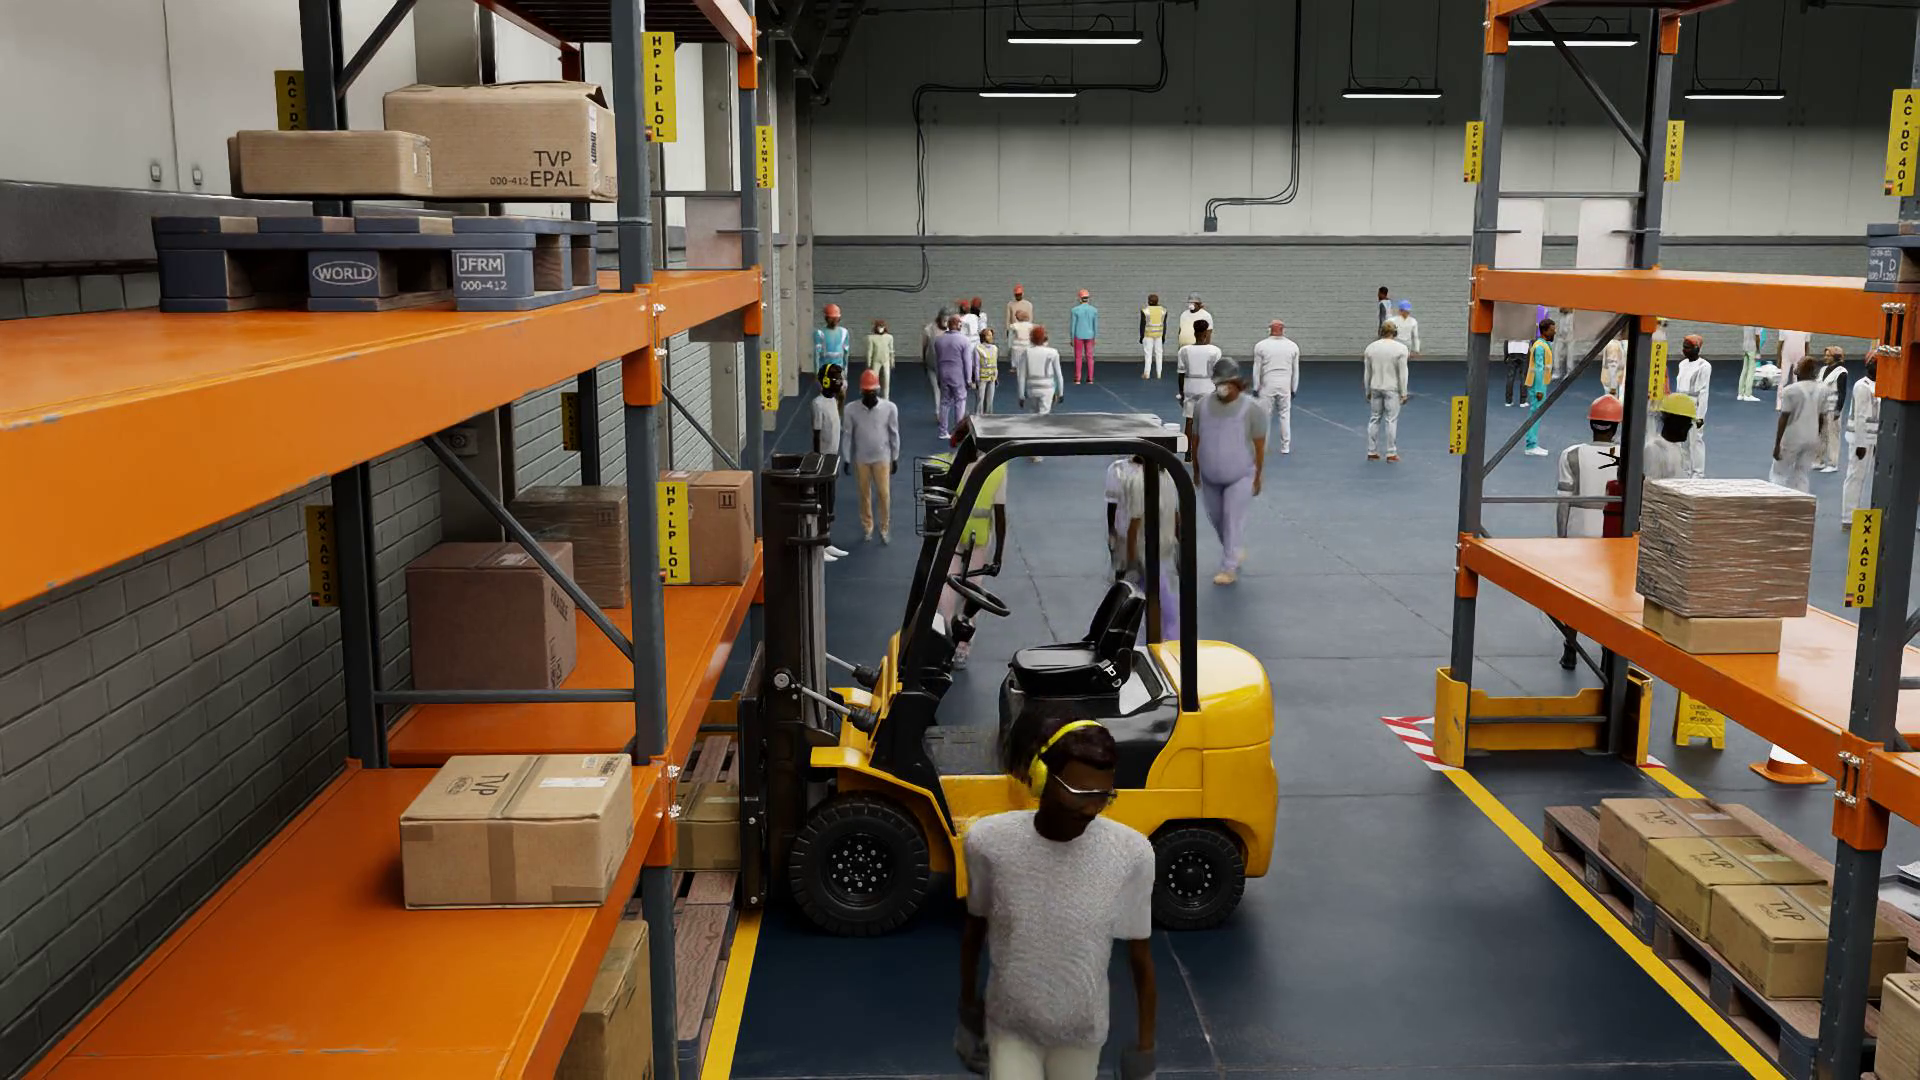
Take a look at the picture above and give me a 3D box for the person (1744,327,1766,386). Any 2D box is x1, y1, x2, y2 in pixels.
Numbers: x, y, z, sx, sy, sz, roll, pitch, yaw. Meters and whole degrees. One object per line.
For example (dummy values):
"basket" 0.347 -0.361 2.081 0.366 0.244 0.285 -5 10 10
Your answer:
"person" 16.558 -4.116 34.571 0.339 1.834 0.523 6 12 30

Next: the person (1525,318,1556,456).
"person" 8.145 -2.154 23.399 0.373 1.917 0.595 4 11 21

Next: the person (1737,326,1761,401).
"person" 14.916 -3.545 31.320 0.327 1.863 0.511 -1 10 -5

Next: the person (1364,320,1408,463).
"person" 5.777 -2.015 22.602 0.631 1.932 0.363 10 14 43

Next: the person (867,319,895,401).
"person" -1.430 -3.179 29.922 0.517 1.612 0.511 -3 11 -18

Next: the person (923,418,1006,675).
"person" 0.014 0.075 11.317 0.588 1.791 0.953 0 10 2

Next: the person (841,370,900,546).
"person" -0.889 -0.803 16.412 0.574 1.724 0.730 0 10 2

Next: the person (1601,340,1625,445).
"person" 9.531 -2.296 24.194 0.389 1.923 0.549 4 11 21

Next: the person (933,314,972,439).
"person" -0.086 -2.448 25.106 0.648 1.899 0.400 7 12 33

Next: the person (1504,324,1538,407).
"person" 10.171 -3.372 30.226 0.585 1.911 0.391 5 11 27

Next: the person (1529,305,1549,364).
"person" 12.329 -4.392 35.732 0.608 1.965 0.369 -3 11 -15

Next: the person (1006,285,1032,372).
"person" 1.358 -4.855 38.236 0.611 1.996 0.386 3 11 17

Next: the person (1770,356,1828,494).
"person" 8.659 -1.002 17.290 0.576 1.807 0.582 -1 10 -7

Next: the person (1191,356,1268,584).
"person" 2.409 -0.674 14.815 0.692 2.000 0.865 6 12 29

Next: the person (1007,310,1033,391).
"person" 1.178 -3.830 33.554 0.540 1.610 0.724 -3 11 -18

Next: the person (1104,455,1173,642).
"person" 1.323 -0.040 12.236 0.532 1.699 0.318 -1 10 -8

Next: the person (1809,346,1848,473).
"person" 11.309 -1.698 21.638 0.309 1.641 0.514 -1 10 -8

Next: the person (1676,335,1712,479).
"person" 8.861 -1.549 20.162 0.354 1.877 0.574 -1 10 -8

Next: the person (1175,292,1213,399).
"person" 4.400 -3.673 31.522 0.673 2.000 0.535 8 13 37

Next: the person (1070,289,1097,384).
"person" 2.604 -4.284 35.095 0.608 1.987 0.405 -4 11 -20

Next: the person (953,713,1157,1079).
"person" 0.247 1.305 4.371 0.533 1.829 0.582 0 10 2

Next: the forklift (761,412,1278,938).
"forklift" 0.291 0.548 7.580 2.313 2.155 1.214 0 10 -2

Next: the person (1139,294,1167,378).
"person" 4.225 -4.469 36.505 0.633 1.846 0.429 -3 11 -17

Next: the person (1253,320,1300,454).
"person" 4.460 -2.160 23.534 0.657 1.894 0.414 -1 10 -6

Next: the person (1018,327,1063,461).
"person" 1.100 -2.009 22.845 0.578 1.838 0.946 4 11 23

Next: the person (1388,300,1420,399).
"person" 8.454 -3.648 31.841 0.614 1.884 1.079 -3 10 -14

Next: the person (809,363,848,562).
"person" -1.251 -0.730 15.642 0.320 1.861 0.515 3 11 15

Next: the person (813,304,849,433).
"person" -1.988 -2.653 25.909 0.627 2.022 0.641 -4 11 -22

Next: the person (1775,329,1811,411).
"person" 14.663 -3.173 29.278 0.516 1.843 0.327 4 11 20

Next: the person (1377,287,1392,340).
"person" 10.154 -5.100 39.812 0.370 1.916 0.597 5 11 26

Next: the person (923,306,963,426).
"person" -0.269 -2.920 27.329 0.689 2.000 1.102 -1 10 -3

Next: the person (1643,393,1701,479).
"person" 5.197 -0.103 12.031 0.664 1.892 0.603 7 12 34

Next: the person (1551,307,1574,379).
"person" 13.122 -4.345 36.183 0.678 1.715 0.491 -6 12 -29

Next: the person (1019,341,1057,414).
"person" 1.071 -2.113 23.745 0.581 1.719 0.654 -6 12 -31

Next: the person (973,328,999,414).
"person" 0.407 -2.513 26.169 0.309 1.645 0.514 9 14 42

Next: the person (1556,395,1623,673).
"person" 4.436 -0.042 11.582 0.552 1.937 0.356 5 11 25

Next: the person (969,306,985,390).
"person" 0.300 -3.862 33.525 0.318 1.698 0.539 -7 13 -36

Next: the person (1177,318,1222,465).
"person" 3.214 -1.978 22.290 0.606 1.964 0.367 3 11 18

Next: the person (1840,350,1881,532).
"person" 9.335 -1.014 17.149 0.360 1.884 0.574 9 13 40

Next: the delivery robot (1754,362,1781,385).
"delivery robot" 16.429 -3.378 33.759 0.477 0.478 0.707 -2 10 -9
